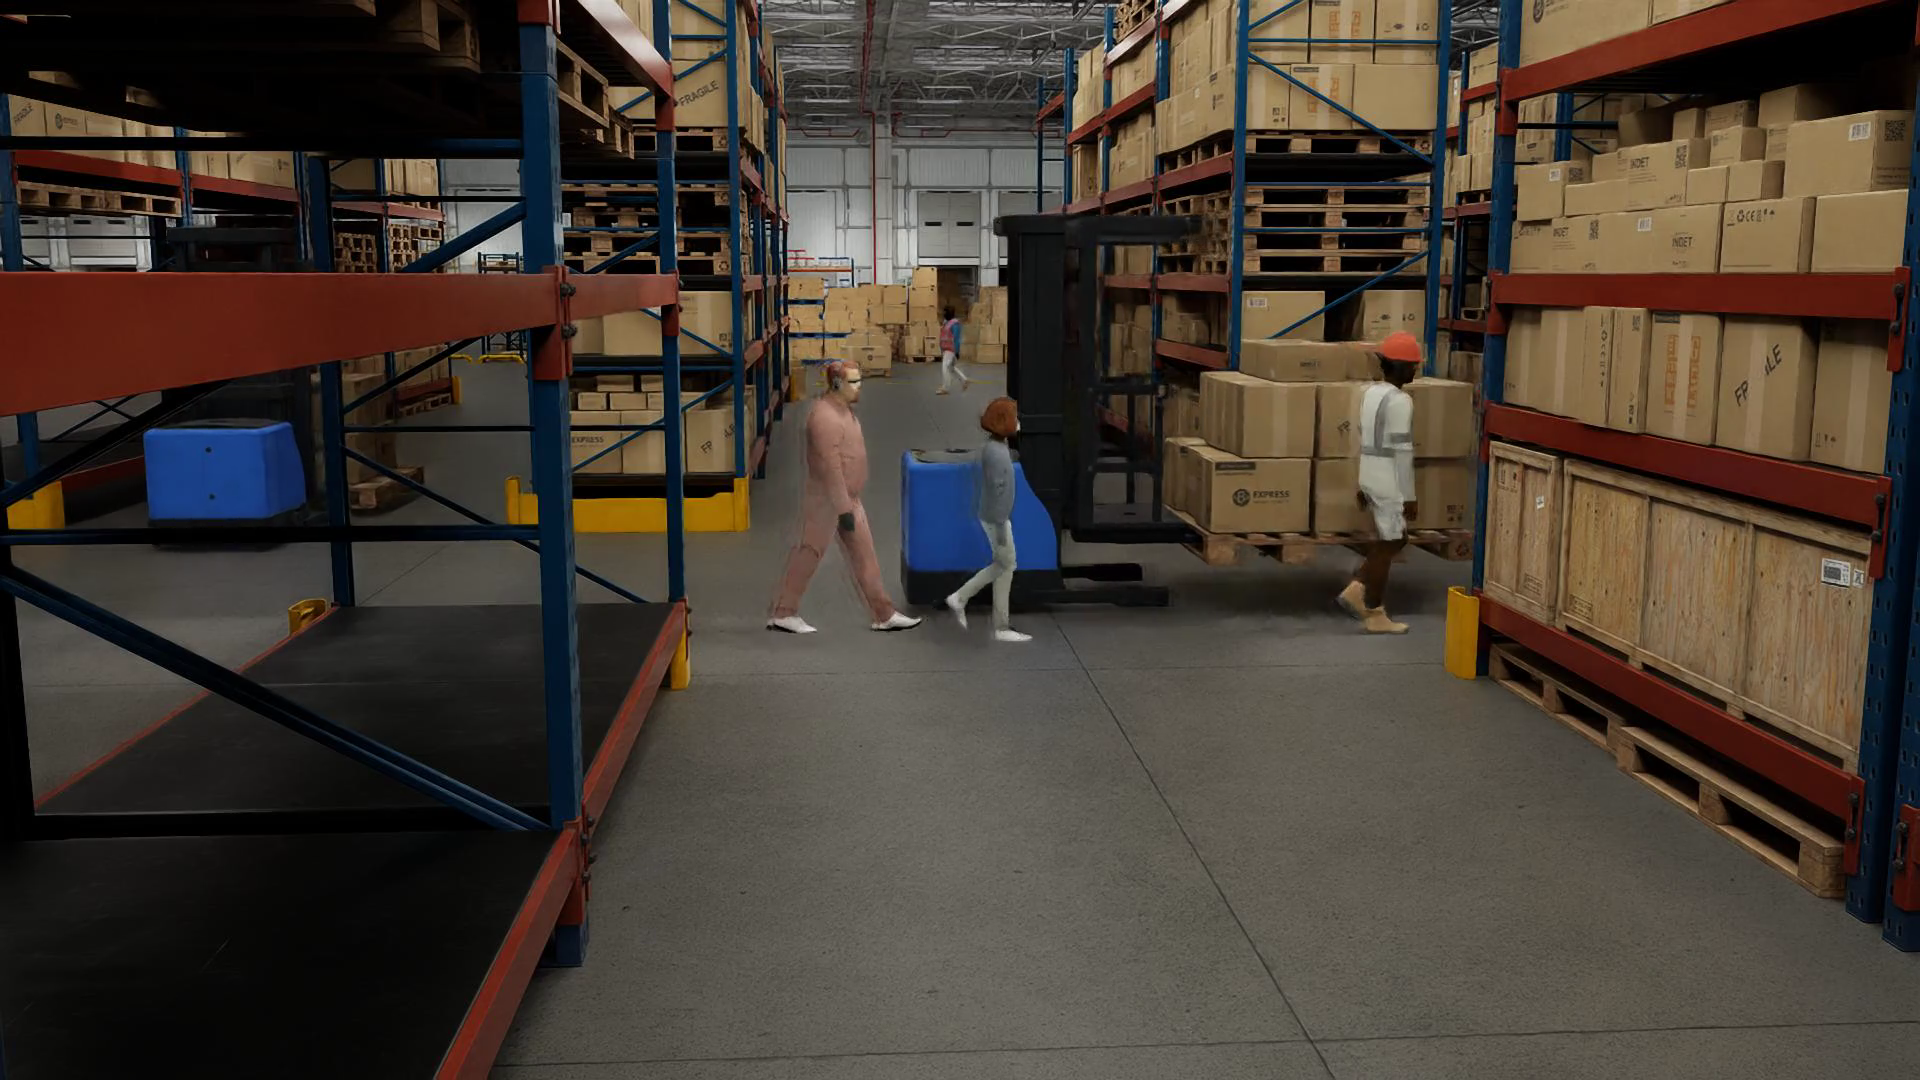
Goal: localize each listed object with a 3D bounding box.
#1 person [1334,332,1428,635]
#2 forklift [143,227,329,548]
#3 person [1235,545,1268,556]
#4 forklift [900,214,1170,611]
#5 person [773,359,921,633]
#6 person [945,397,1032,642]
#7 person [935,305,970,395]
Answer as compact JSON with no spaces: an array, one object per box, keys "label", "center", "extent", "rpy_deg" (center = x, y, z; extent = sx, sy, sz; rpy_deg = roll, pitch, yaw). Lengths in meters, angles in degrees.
[{"label":"person","center":[2.851,-0.361,11.047],"extent":[0.440,2.027,0.616],"rpy_deg":[-1,9,-4]},{"label":"forklift","center":[-6.541,-1.417,15.029],"extent":[1.129,2.768,1.873],"rpy_deg":[-1,9,-4]},{"label":"person","center":[2.488,-0.707,14.265],"extent":[0.540,1.698,0.317],"rpy_deg":[2,9,13]},{"label":"forklift","center":[0.516,-0.957,12.141],"extent":[1.873,2.768,1.129],"rpy_deg":[-1,9,-5]},{"label":"person","center":[-0.807,-0.272,11.075],"extent":[1.008,1.853,0.665],"rpy_deg":[2,9,14]},{"label":"person","center":[0.196,-0.128,10.865],"extent":[0.493,1.617,0.514],"rpy_deg":[0,9,0]},{"label":"person","center":[-0.143,-3.842,33.570],"extent":[0.719,1.820,0.627],"rpy_deg":[-3,9,-18]}]
